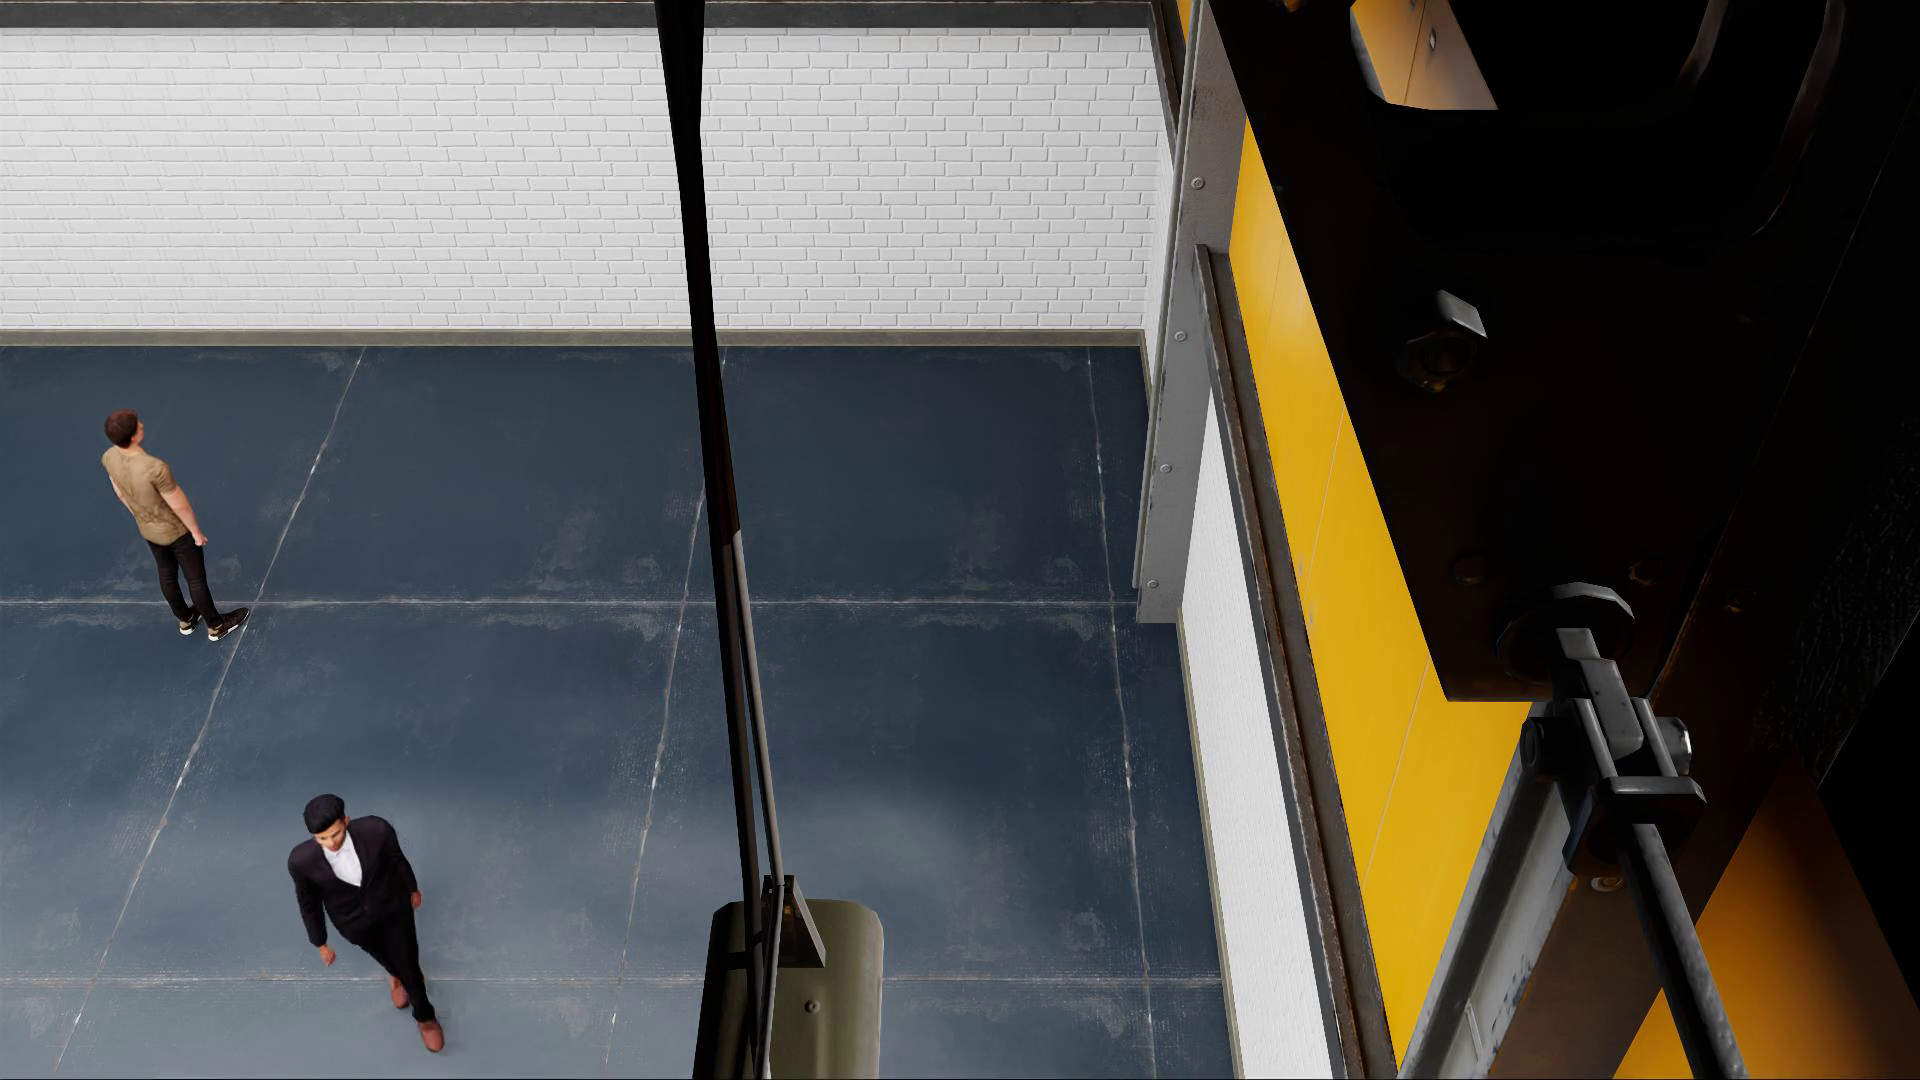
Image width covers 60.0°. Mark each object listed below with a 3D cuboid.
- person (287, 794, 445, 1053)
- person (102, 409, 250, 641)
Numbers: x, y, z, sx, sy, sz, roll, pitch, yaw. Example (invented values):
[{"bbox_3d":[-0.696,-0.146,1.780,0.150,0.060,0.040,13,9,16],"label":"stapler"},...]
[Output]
[{"bbox_3d":[-3.138,1.872,8.800,0.928,1.861,1.039,-16,46,-16],"label":"person"},{"bbox_3d":[-5.204,-0.095,10.872,0.735,1.851,0.696,14,45,14],"label":"person"}]
